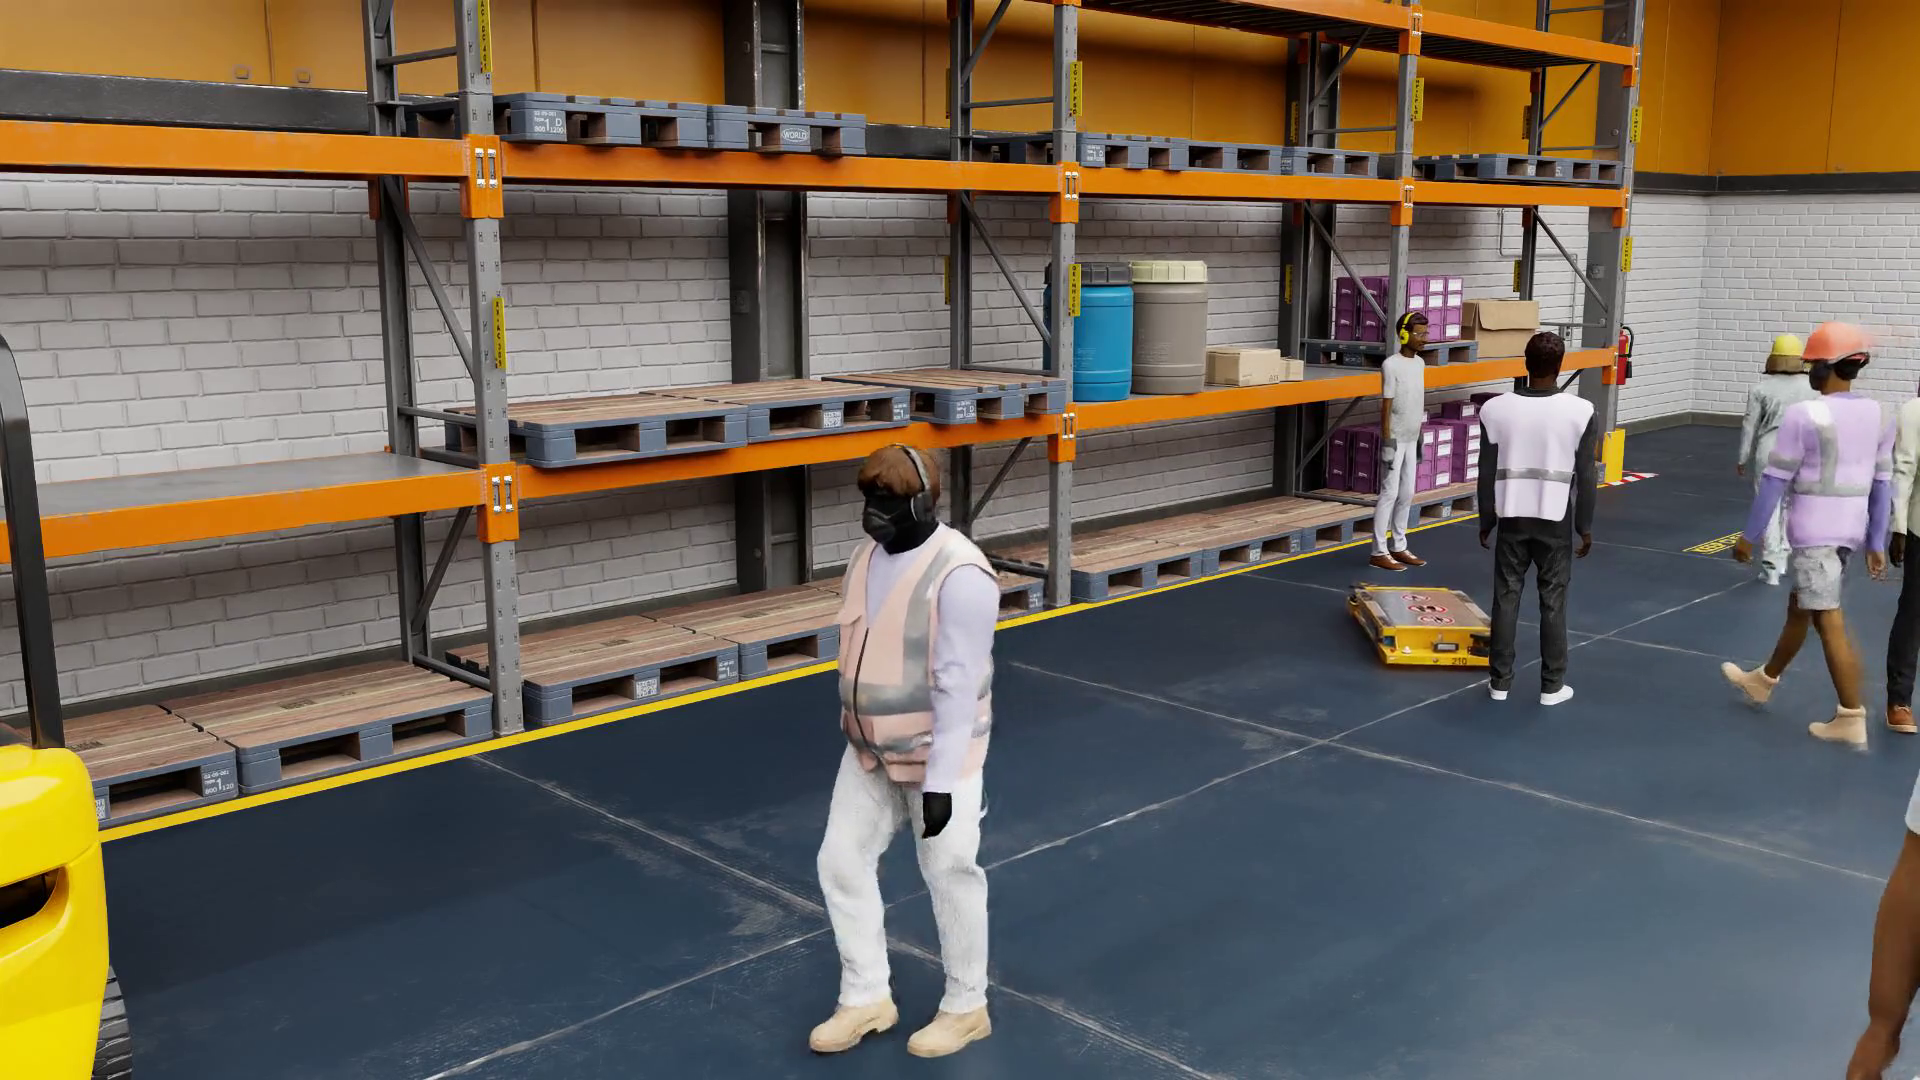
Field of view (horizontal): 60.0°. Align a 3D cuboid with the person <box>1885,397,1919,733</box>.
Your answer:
[{"bbox_3d":[4.799,-0.047,8.027,0.611,1.995,0.380,1,10,7],"label":"person"}]

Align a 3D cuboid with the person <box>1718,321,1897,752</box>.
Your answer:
[{"bbox_3d":[4.086,-0.050,8.036,0.616,1.990,1.010,-4,11,-23],"label":"person"}]

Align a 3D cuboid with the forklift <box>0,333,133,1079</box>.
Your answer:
[{"bbox_3d":[-3.289,0.485,4.582,1.214,2.155,2.313,-10,14,-44],"label":"forklift"}]

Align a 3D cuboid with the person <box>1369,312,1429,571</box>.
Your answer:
[{"bbox_3d":[3.206,-0.711,12.025,0.512,1.862,0.322,-10,14,-43],"label":"person"}]

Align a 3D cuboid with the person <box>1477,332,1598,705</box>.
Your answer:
[{"bbox_3d":[2.950,-0.105,8.549,0.591,1.920,0.393,5,12,27],"label":"person"}]

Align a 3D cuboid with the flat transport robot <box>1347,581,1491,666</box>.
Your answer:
[{"bbox_3d":[2.734,0.481,9.851,0.652,0.197,1.431,1,10,4],"label":"flat transport robot"}]

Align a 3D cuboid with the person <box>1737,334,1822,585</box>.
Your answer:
[{"bbox_3d":[5.697,-0.574,11.612,0.513,1.719,0.621,2,11,10],"label":"person"}]

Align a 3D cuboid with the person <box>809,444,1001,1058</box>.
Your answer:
[{"bbox_3d":[-0.183,0.636,4.790,0.662,1.821,0.638,-9,14,-41],"label":"person"}]
